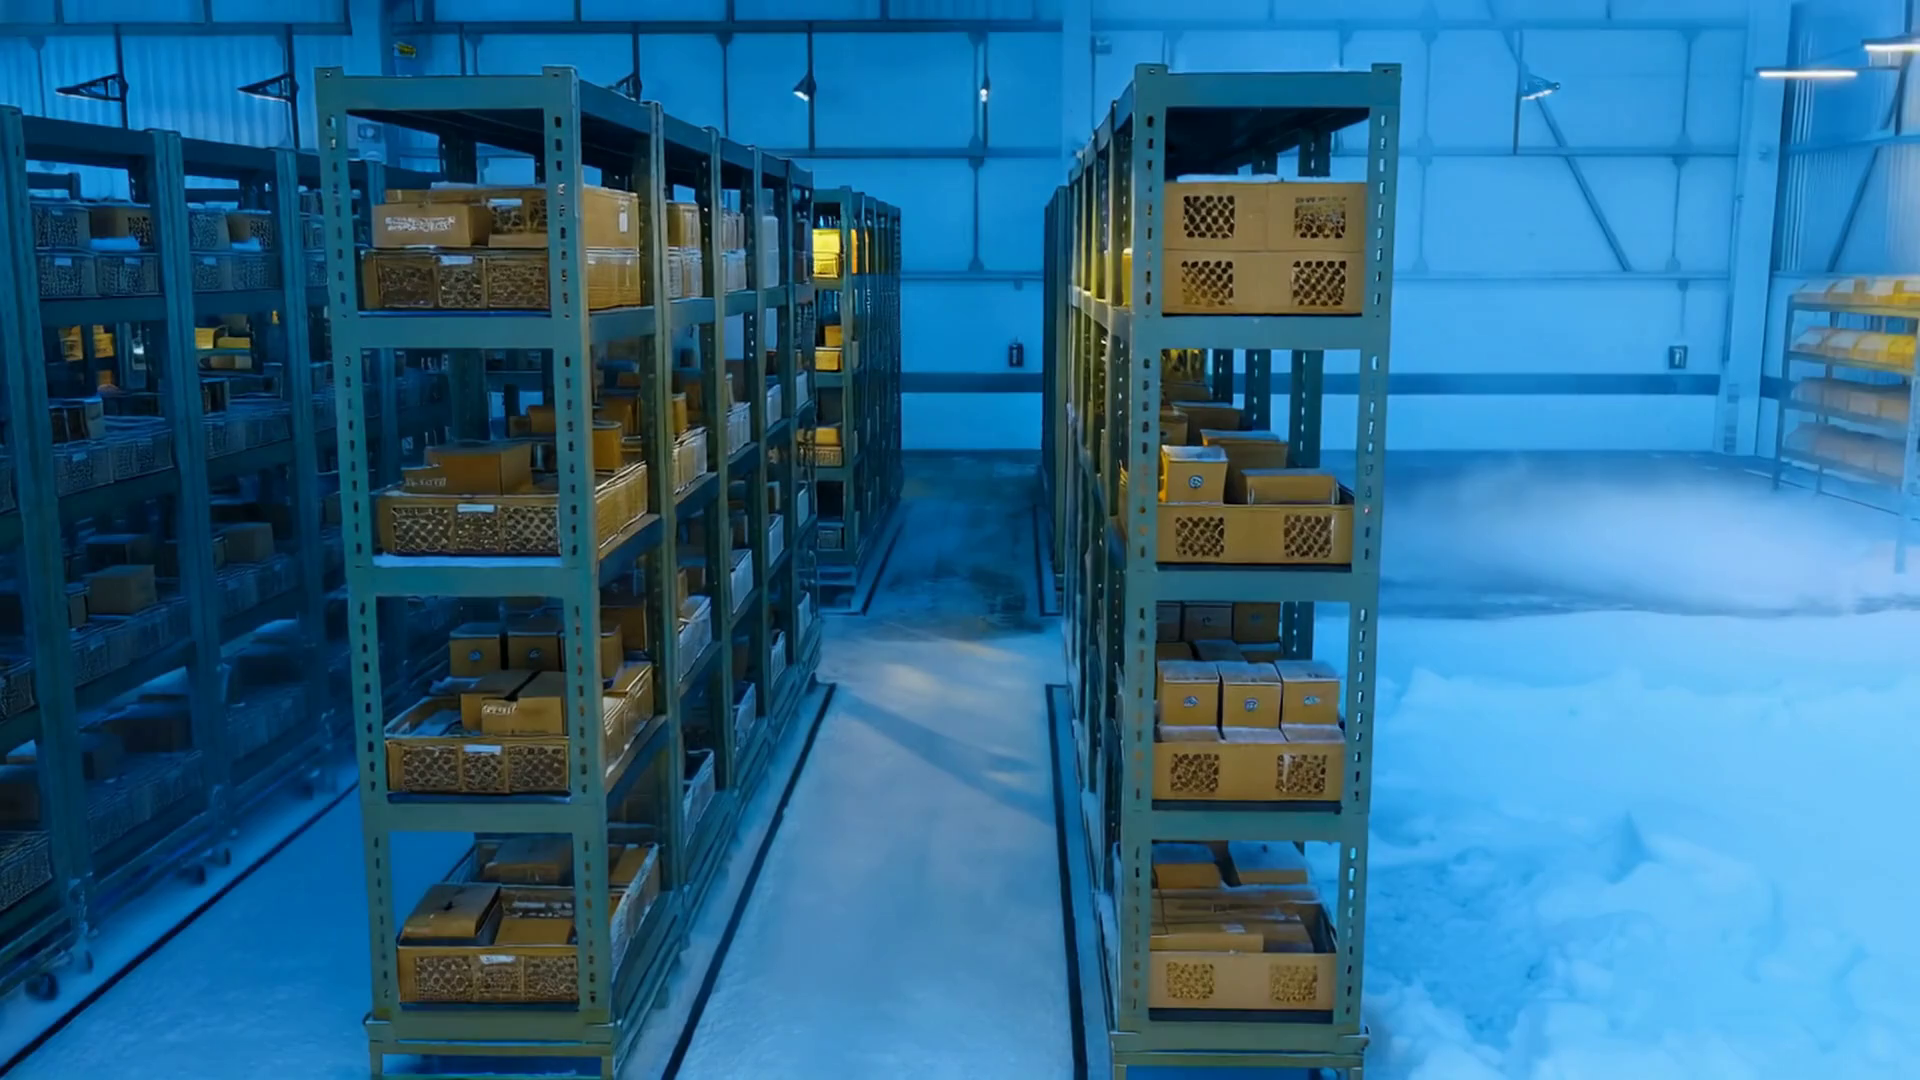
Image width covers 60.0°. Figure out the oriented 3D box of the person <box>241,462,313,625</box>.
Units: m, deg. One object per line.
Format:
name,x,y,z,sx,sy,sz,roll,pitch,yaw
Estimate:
person,-5.173,-0.151,12.968,0.904,1.961,0.653,4,11,23
